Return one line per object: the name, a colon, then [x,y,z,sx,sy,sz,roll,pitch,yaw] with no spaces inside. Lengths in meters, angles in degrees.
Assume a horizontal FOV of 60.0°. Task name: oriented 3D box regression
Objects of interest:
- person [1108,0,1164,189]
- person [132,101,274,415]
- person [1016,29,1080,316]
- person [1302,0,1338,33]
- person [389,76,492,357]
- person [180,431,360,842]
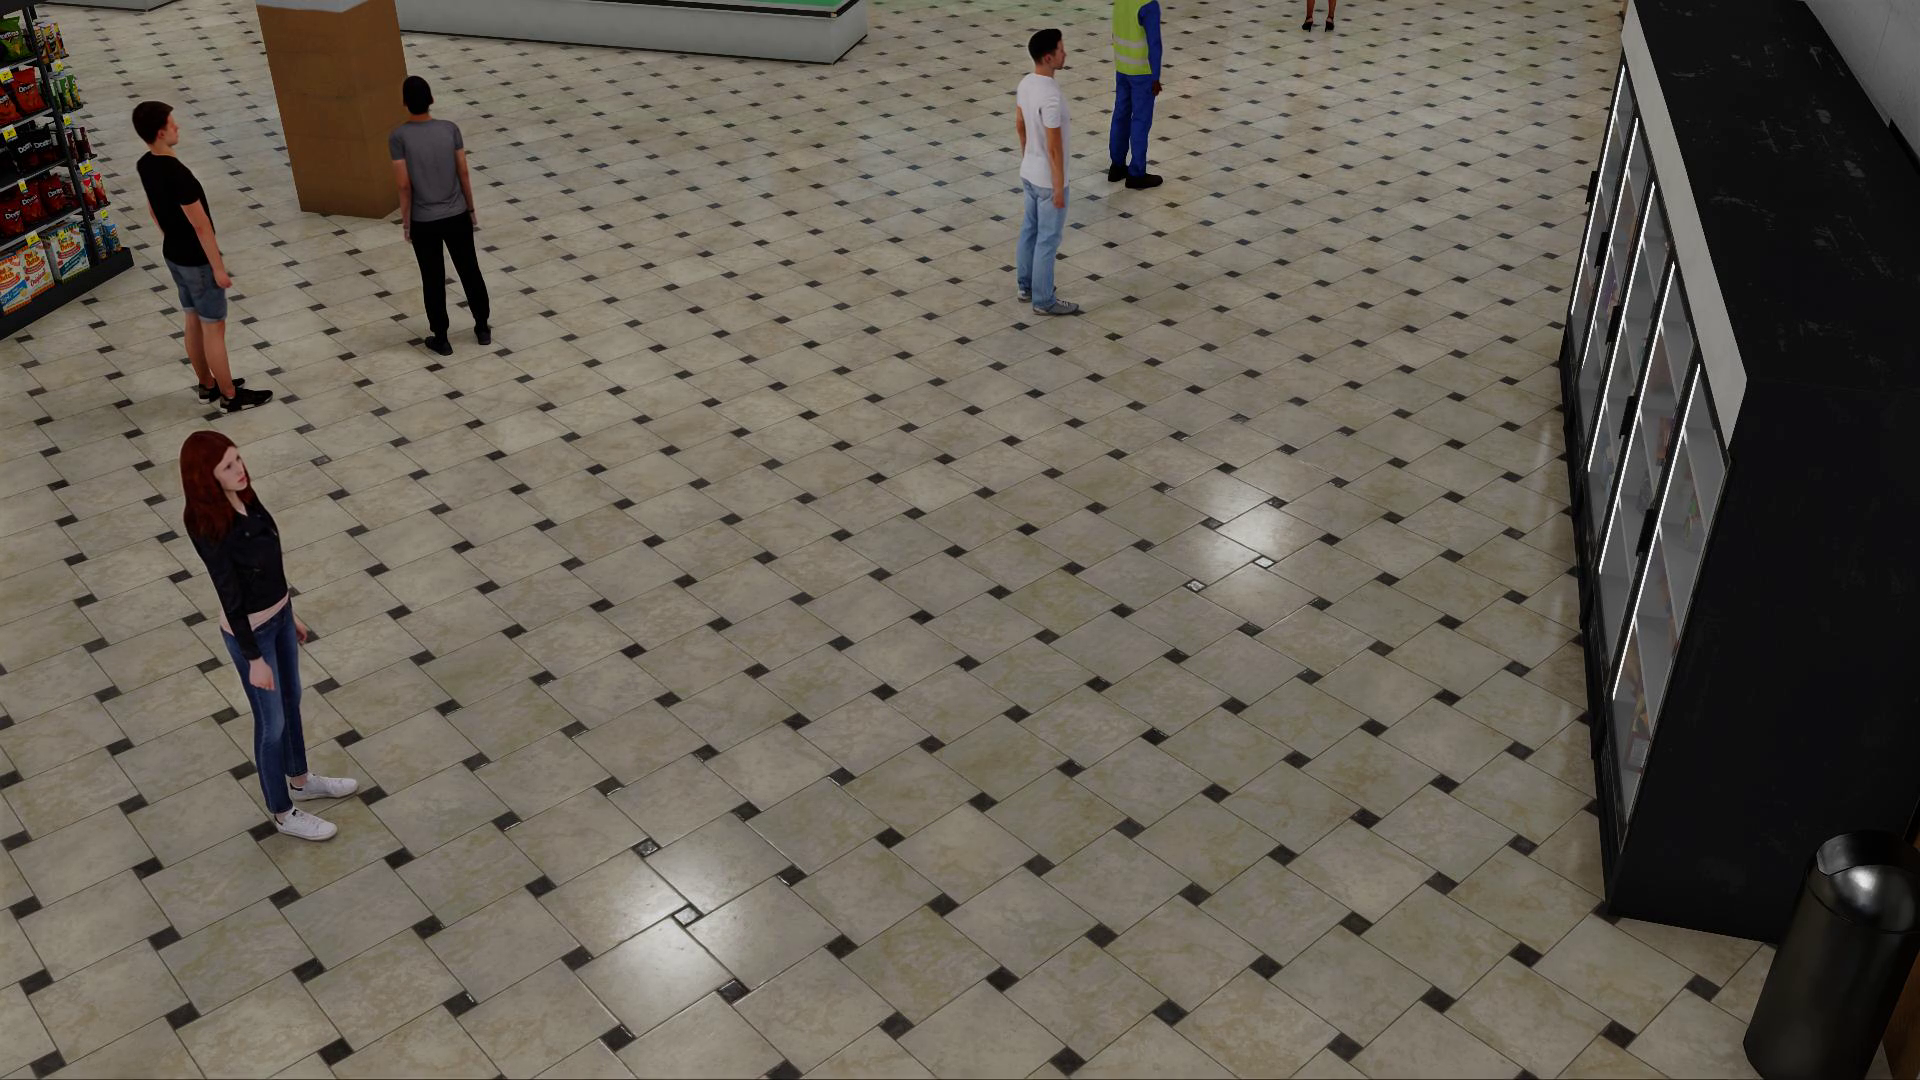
person: [1.370,-3.671,12.943,0.806,1.812,0.737,-18,36,-27]
person: [-4.460,-1.629,9.631,0.650,1.846,0.798,24,39,33]
person: [0.549,-2.392,10.839,0.775,1.865,0.753,-12,34,-19]
person: [3.696,-6.054,16.804,0.492,1.781,0.659,4,32,7]
person: [-3.238,-2.013,10.334,0.697,1.755,0.745,-19,37,-28]
person: [-2.712,0.373,6.469,0.615,1.787,0.630,1,32,1]
